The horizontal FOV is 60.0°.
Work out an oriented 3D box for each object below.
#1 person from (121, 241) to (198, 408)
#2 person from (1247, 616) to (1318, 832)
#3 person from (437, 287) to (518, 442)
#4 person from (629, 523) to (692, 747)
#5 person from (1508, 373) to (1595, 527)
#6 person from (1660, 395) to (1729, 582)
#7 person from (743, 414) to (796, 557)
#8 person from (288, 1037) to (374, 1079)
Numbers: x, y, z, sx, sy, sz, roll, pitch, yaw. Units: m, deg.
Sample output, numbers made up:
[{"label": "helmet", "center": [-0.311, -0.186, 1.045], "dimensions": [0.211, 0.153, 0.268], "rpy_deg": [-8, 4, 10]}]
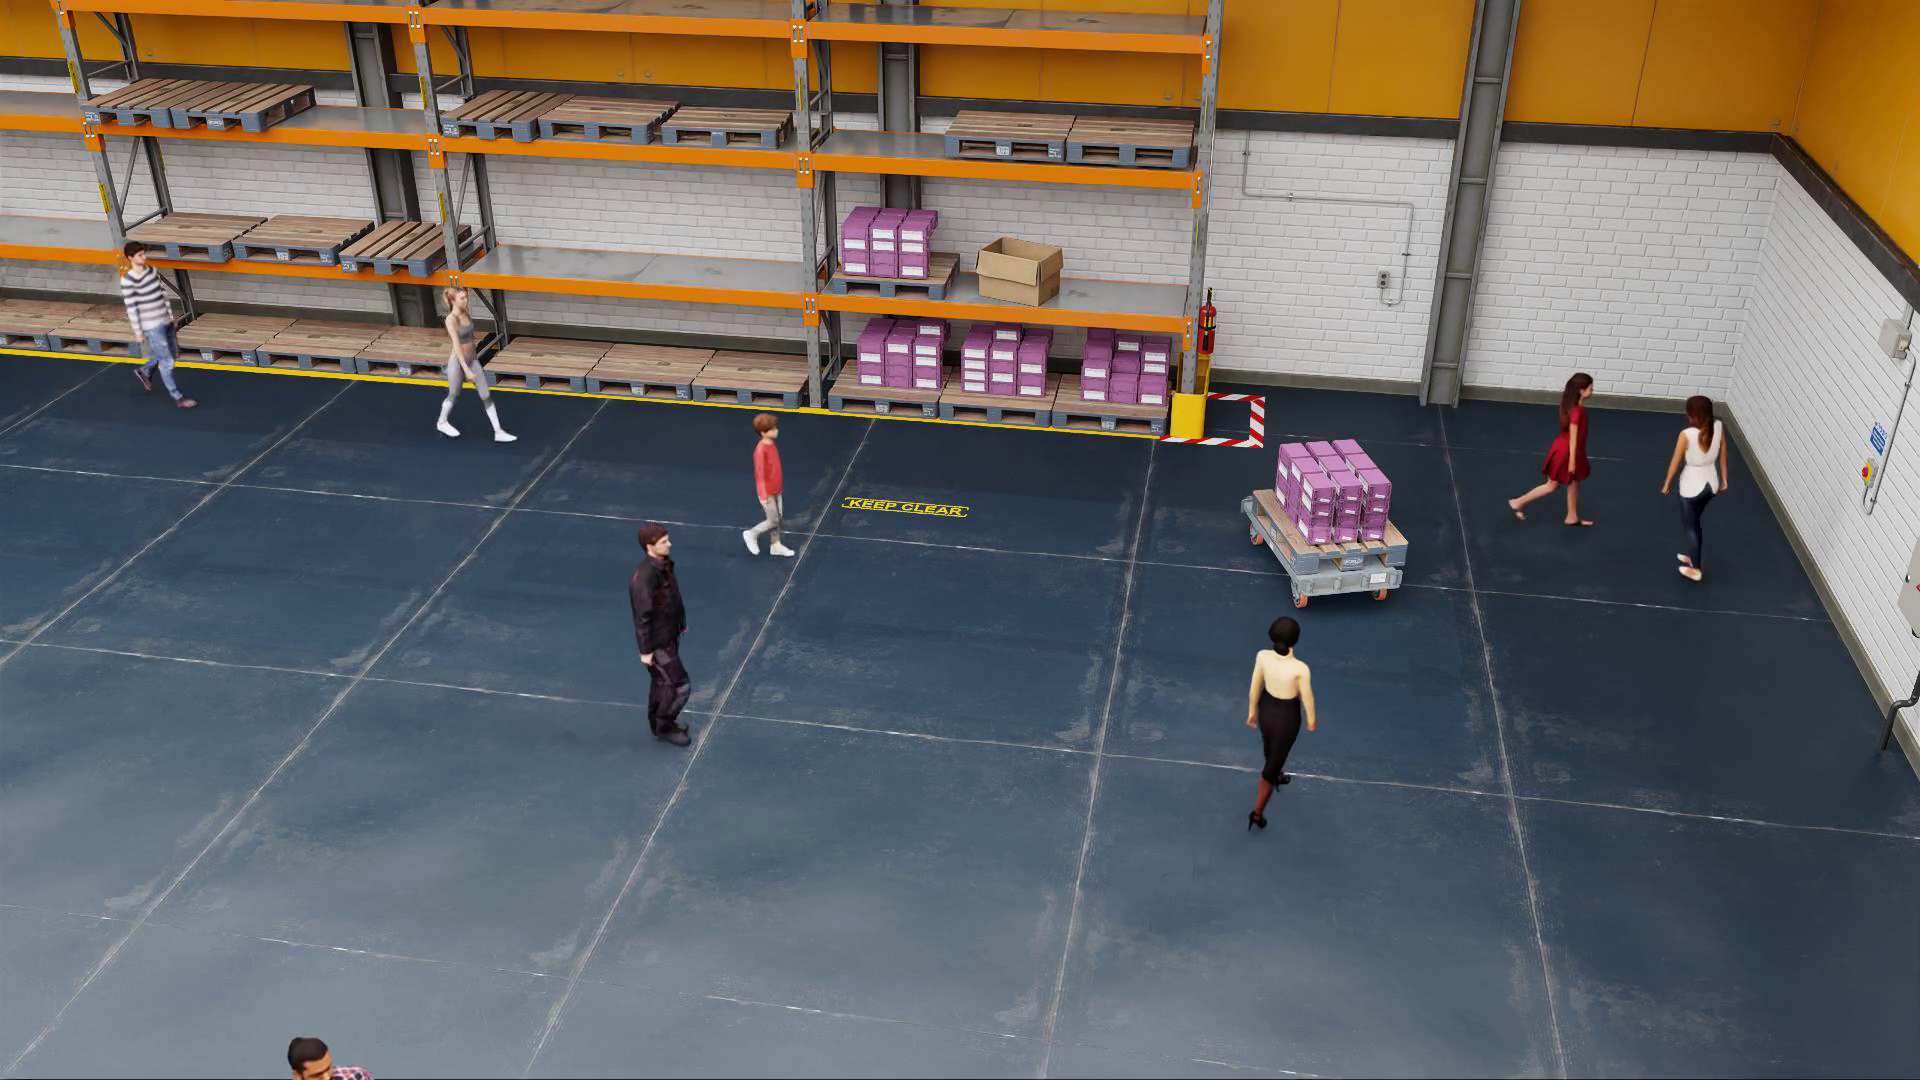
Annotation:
[{"label": "person", "center": [-8.688, -2.317, 17.808], "dimensions": [1.033, 1.834, 0.693], "rpy_deg": [8, 30, 14]}, {"label": "person", "center": [2.134, 1.297, 11.398], "dimensions": [0.927, 1.628, 0.912], "rpy_deg": [24, 37, 37]}, {"label": "person", "center": [-5.140, -1.760, 16.971], "dimensions": [1.199, 1.658, 0.734], "rpy_deg": [11, 31, 19]}, {"label": "person", "center": [-2.299, 0.701, 12.281], "dimensions": [0.643, 1.828, 0.745], "rpy_deg": [3, 29, 6]}, {"label": "person", "center": [5.536, -0.807, 15.358], "dimensions": [1.032, 1.529, 0.595], "rpy_deg": [7, 29, 13]}, {"label": "person", "center": [6.455, -0.423, 14.438], "dimensions": [0.748, 1.736, 0.849], "rpy_deg": [-3, 29, -5]}, {"label": "person", "center": [-1.764, -0.477, 14.876], "dimensions": [0.696, 1.411, 0.557], "rpy_deg": [8, 30, 14]}, {"label": "person", "center": [-3.074, 3.050, 8.088], "dimensions": [1.202, 1.720, 1.037], "rpy_deg": [22, 36, 35]}]
